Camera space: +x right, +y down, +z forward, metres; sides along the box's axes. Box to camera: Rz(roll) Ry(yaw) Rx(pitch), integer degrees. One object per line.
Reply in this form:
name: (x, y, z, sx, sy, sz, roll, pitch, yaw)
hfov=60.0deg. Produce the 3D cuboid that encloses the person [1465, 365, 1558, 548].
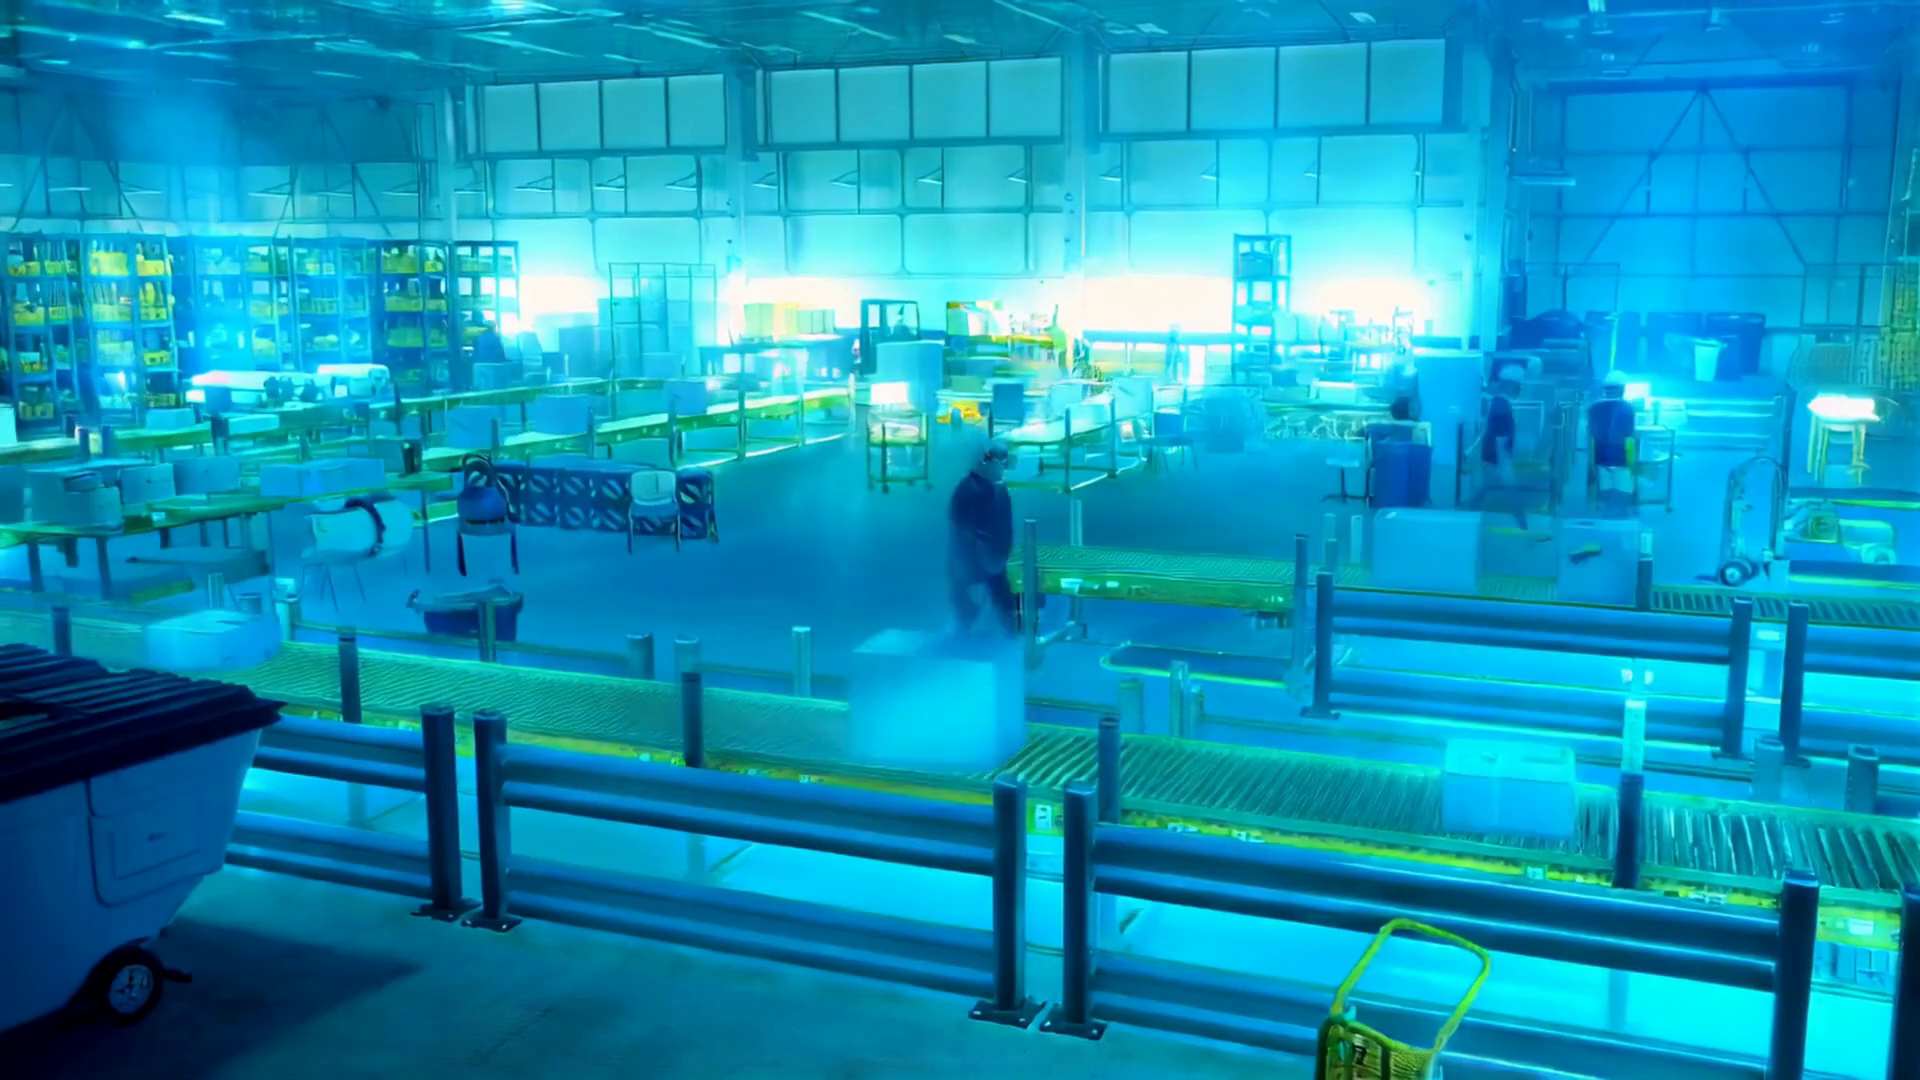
person: (5.860, -0.881, 17.815, 1.092, 1.969, 0.650, 3, 10, 19)

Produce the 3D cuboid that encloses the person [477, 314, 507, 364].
person: (-10.263, -3.978, 36.634, 0.631, 1.958, 0.849, 7, 12, 37)

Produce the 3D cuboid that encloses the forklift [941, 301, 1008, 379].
forklift: (0.365, -4.966, 41.571, 1.157, 1.987, 2.680, 3, 10, 20)

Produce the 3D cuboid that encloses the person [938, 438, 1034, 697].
person: (0.106, 0.219, 11.499, 0.956, 1.865, 0.654, 6, 11, 34)

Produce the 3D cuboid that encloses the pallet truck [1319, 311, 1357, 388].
pallet truck: (9.071, -4.419, 39.190, 0.823, 1.965, 1.885, 5, 10, 26)

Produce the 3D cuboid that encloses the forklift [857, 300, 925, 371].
forklift: (-1.732, -5.109, 42.468, 1.157, 1.987, 2.680, 4, 10, 22)

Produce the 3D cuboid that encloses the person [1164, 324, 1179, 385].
person: (4.598, -3.789, 36.078, 0.310, 1.769, 0.525, 4, 10, 23)

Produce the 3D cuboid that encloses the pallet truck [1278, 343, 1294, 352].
pallet truck: (7.886, -4.163, 39.743, 0.653, 1.274, 1.630, 4, 10, 22)

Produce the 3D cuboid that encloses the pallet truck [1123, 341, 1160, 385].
pallet truck: (4.445, -4.380, 41.279, 0.680, 1.201, 1.601, 4, 10, 22)

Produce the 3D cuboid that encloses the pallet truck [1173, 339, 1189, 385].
pallet truck: (5.418, -4.269, 40.420, 0.704, 1.261, 1.522, 3, 10, 20)

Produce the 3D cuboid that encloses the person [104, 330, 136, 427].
person: (-15.789, -3.027, 31.248, 0.590, 1.836, 0.404, 0, 9, 2)

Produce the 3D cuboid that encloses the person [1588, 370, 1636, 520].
person: (6.995, -0.861, 17.888, 0.554, 1.911, 0.585, -6, 11, -33)

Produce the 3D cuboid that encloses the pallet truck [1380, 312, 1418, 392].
pallet truck: (10.207, -4.283, 38.369, 0.823, 1.965, 1.885, 3, 10, 20)
